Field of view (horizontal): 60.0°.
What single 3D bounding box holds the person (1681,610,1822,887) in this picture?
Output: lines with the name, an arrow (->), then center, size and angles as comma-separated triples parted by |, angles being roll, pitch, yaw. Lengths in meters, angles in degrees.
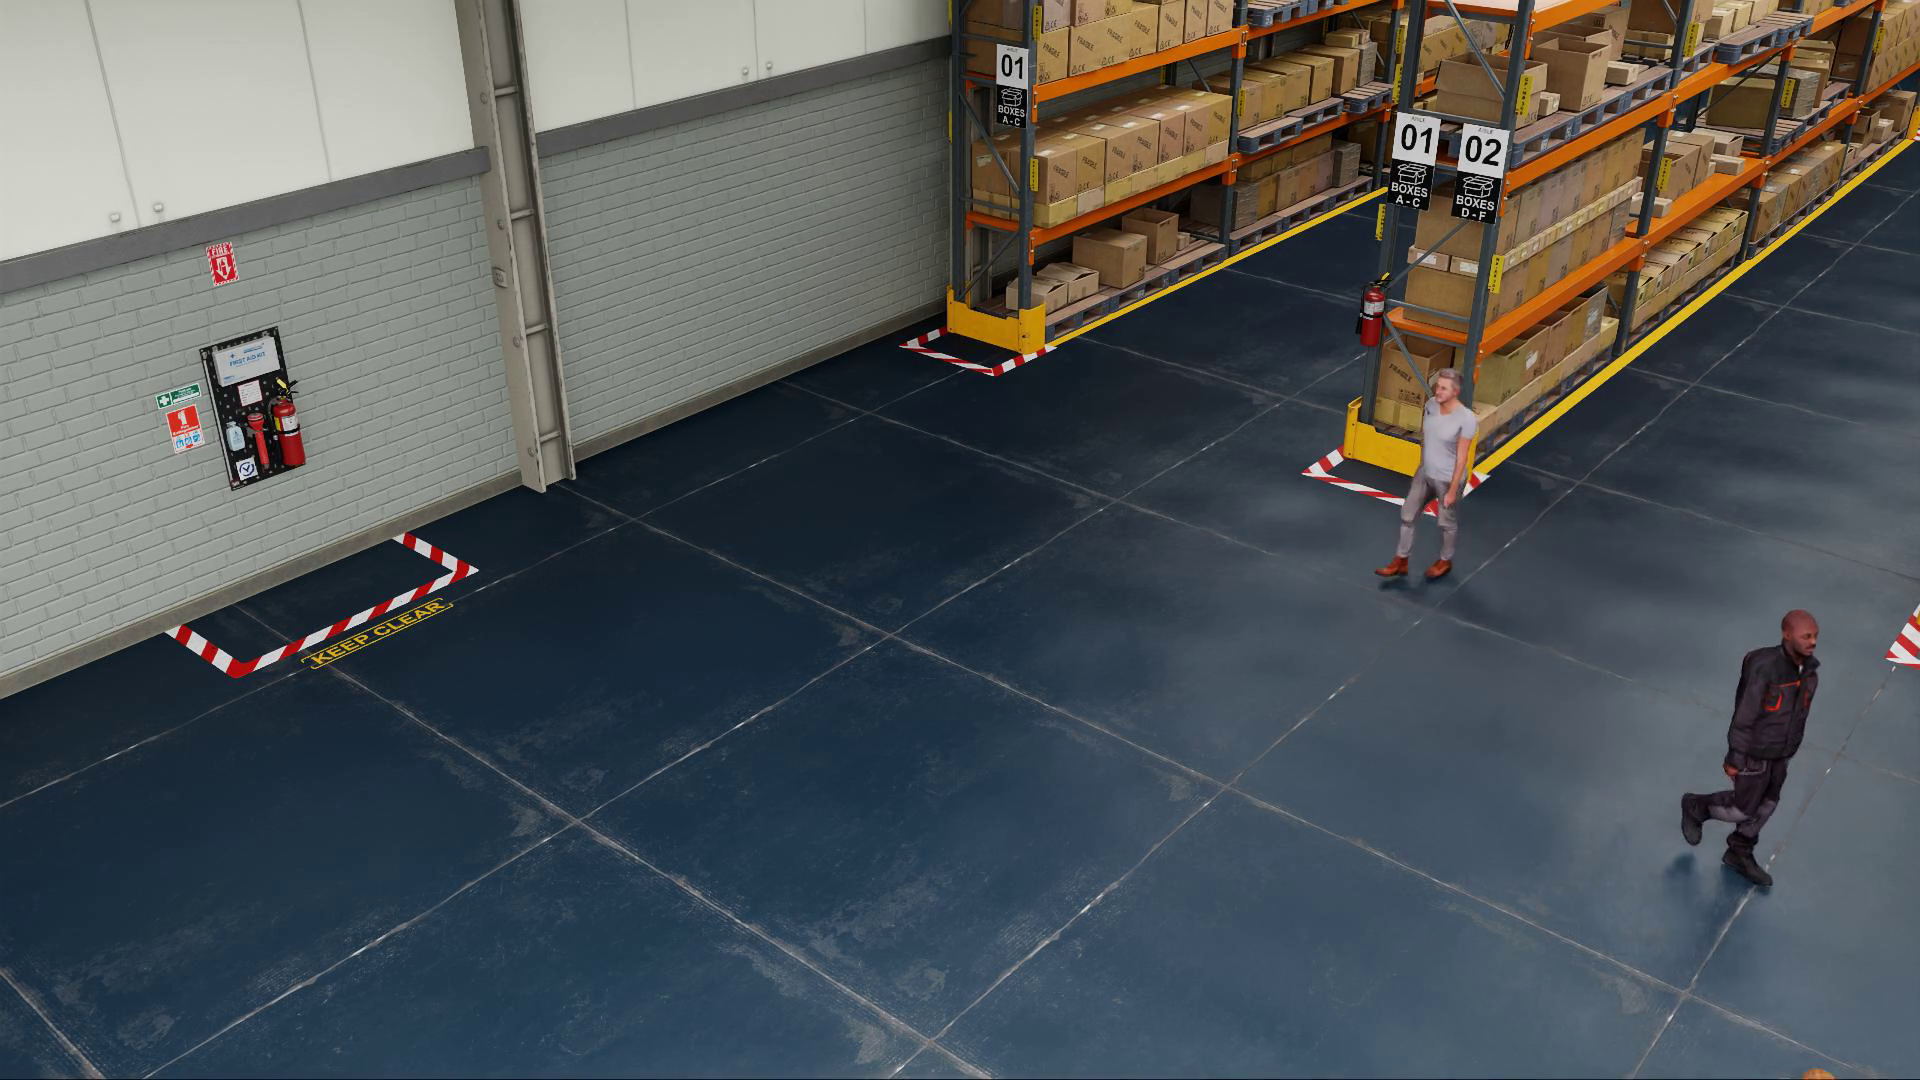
person -> 4.717, 1.177, 9.937 | 0.964, 1.810, 0.974 | -12, 30, -22

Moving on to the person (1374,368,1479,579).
person -> 3.869, -0.518, 13.129 | 1.028, 1.801, 0.883 | -17, 32, -28
